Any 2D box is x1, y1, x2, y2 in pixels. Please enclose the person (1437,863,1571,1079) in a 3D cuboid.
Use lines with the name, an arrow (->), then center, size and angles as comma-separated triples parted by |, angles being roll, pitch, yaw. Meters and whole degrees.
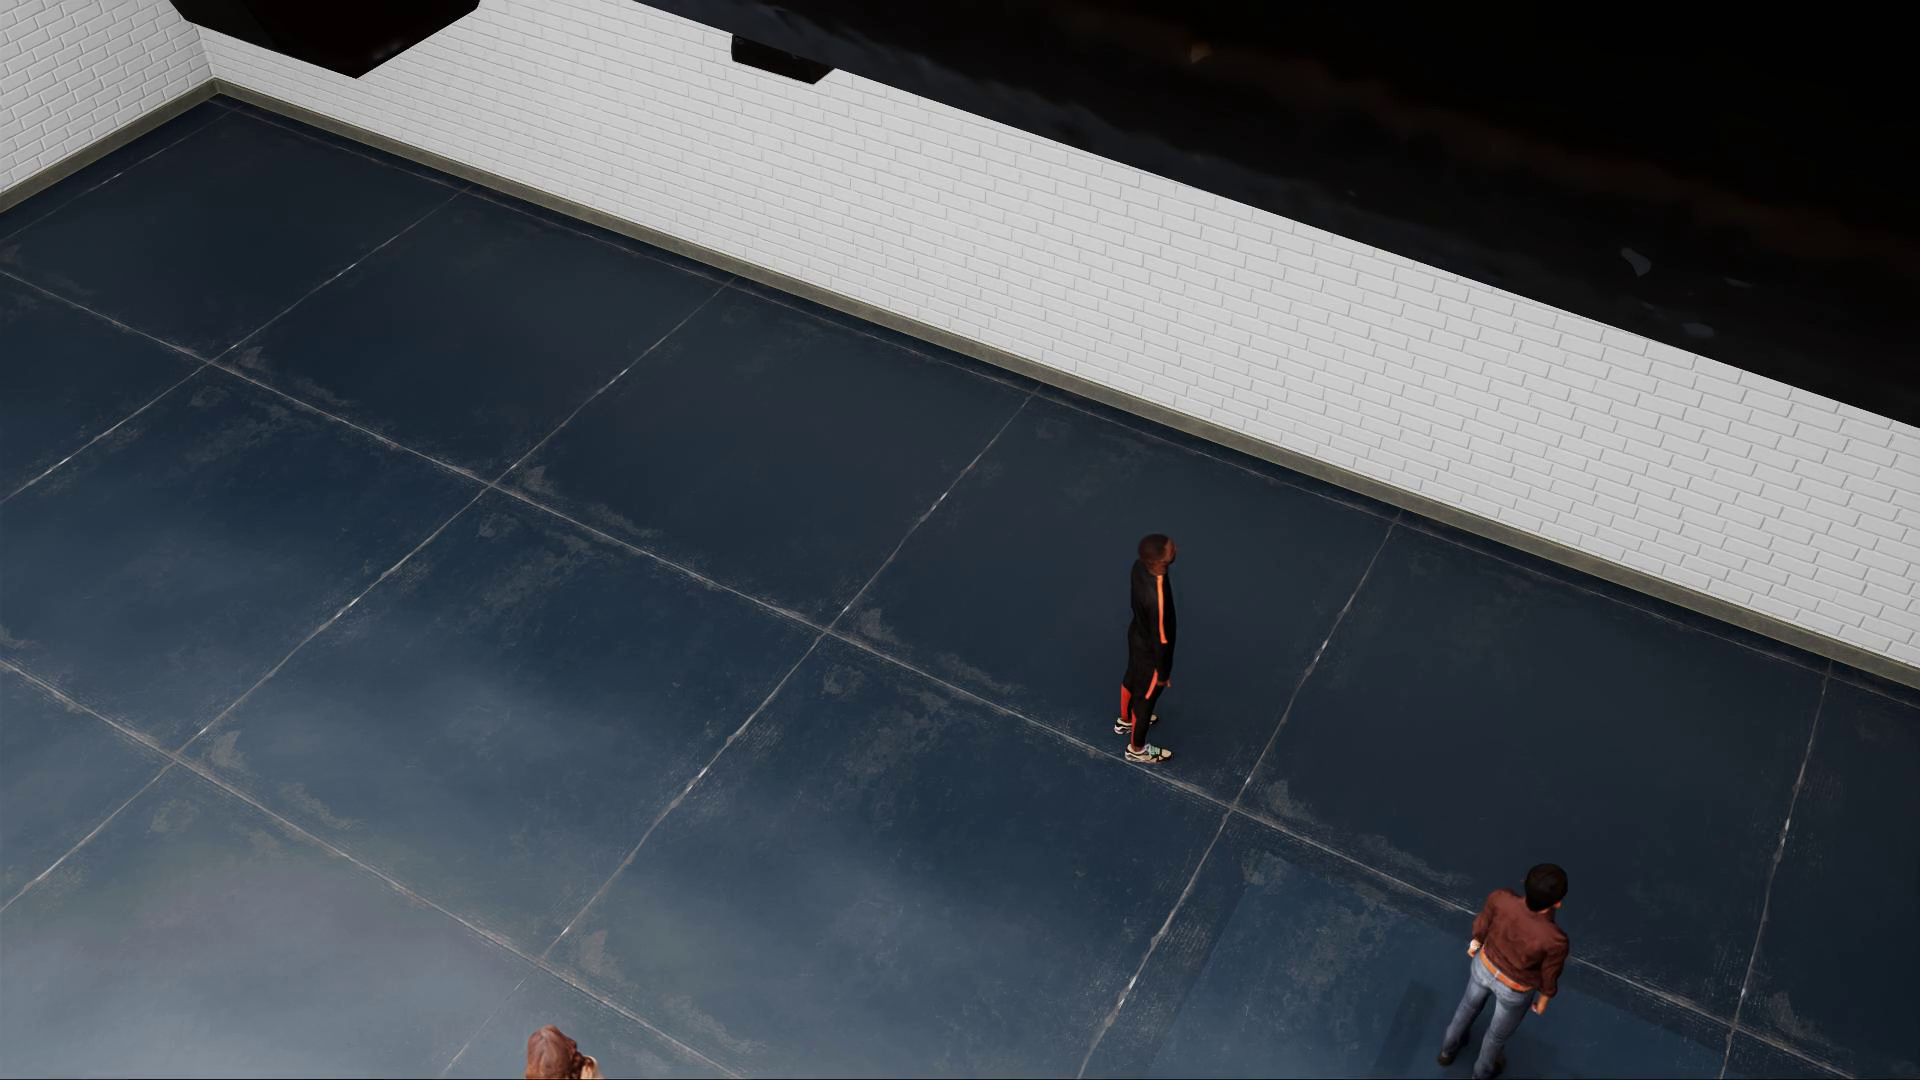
person -> 2.751, 2.213, 8.409 | 0.630, 1.778, 0.699 | -32, 52, -29

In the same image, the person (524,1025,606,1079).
person -> -1.797, 2.796, 7.820 | 0.588, 1.748, 0.718 | -27, 50, -26

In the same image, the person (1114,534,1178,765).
person -> 1.136, 0.632, 10.047 | 0.754, 1.808, 0.676 | -7, 44, -8
